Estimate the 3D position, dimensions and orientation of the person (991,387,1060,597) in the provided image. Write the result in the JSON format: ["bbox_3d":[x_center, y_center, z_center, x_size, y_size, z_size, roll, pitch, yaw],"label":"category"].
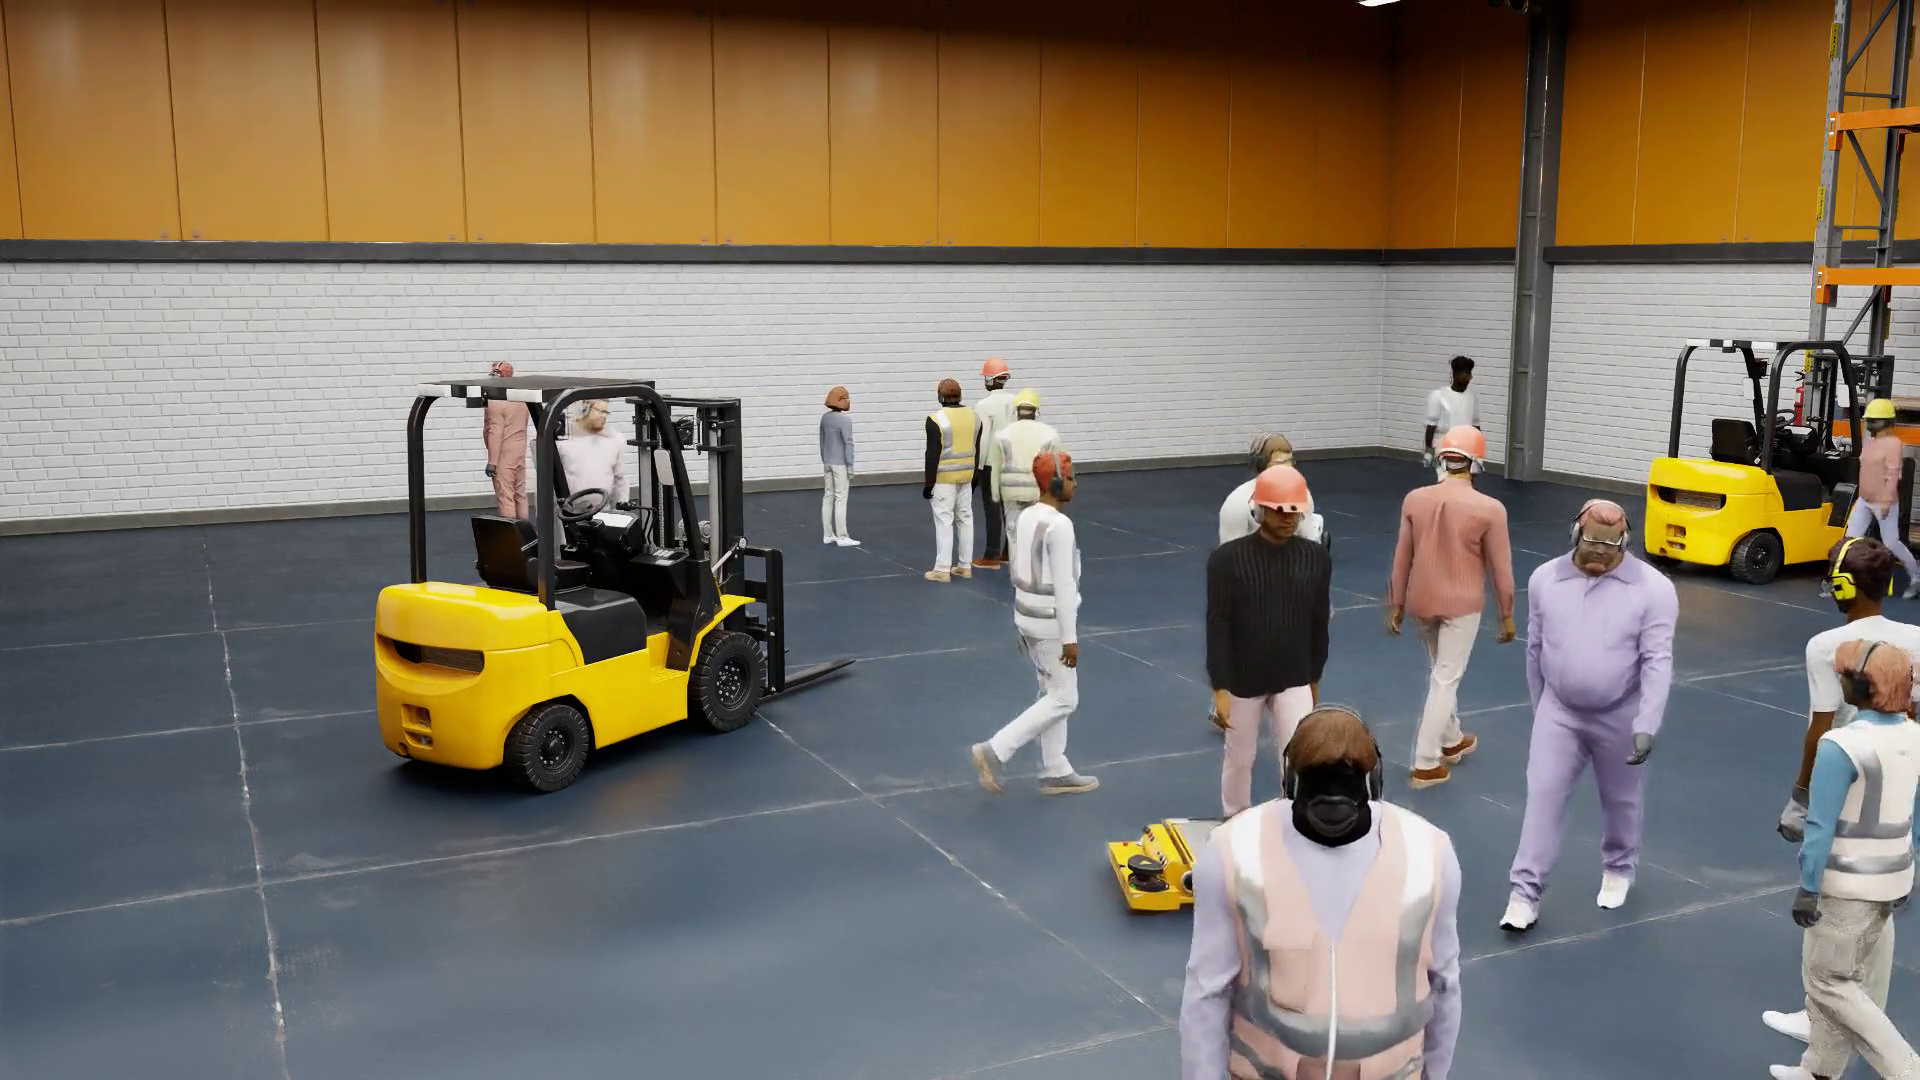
[{"bbox_3d":[0.569,-0.400,14.259,0.615,1.812,0.443,0,9,3],"label":"person"}]

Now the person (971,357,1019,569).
[{"bbox_3d":[0.344,-0.722,15.705,0.377,1.995,0.608,8,12,41],"label":"person"}]

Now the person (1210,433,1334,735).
[{"bbox_3d":[1.790,0.325,9.595,0.637,1.889,1.027,-7,11,-36],"label":"person"}]

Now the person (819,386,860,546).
[{"bbox_3d":[-1.252,-0.757,17.040,0.283,1.633,0.501,-7,12,-39],"label":"person"}]

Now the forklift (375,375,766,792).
[{"bbox_3d":[-2.268,0.149,9.685,1.214,2.155,2.313,6,11,32],"label":"forklift"}]

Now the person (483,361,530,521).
[{"bbox_3d":[-4.566,-0.835,16.680,0.407,1.908,0.641,2,9,14],"label":"person"}]

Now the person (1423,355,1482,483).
[{"bbox_3d":[5.078,-0.926,17.106,0.631,1.945,0.460,-3,10,-17],"label":"person"}]

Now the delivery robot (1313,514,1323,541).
[{"bbox_3d":[3.306,-0.105,16.042,0.477,0.478,0.707,3,10,16],"label":"delivery robot"}]

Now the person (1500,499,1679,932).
[{"bbox_3d":[2.696,0.741,7.097,0.631,1.846,0.961,6,11,33],"label":"person"}]

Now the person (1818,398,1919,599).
[{"bbox_3d":[7.863,-0.339,14.157,0.843,1.740,0.530,-1,9,-5],"label":"person"}]

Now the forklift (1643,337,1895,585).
[{"bbox_3d":[7.551,-0.789,15.507,2.313,2.155,1.214,-4,10,-25],"label":"forklift"}]

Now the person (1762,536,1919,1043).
[{"bbox_3d":[3.196,0.909,5.996,0.510,1.865,0.329,-3,10,-17],"label":"person"}]

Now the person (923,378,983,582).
[{"bbox_3d":[-0.092,-0.544,15.084,0.631,1.842,0.429,-8,12,-42],"label":"person"}]

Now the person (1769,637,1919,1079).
[{"bbox_3d":[2.964,1.127,5.392,0.523,1.621,0.604,-6,11,-31],"label":"person"}]

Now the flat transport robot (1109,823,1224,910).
[{"bbox_3d":[1.434,1.452,7.552,1.431,0.197,0.652,-1,9,-3],"label":"flat transport robot"}]

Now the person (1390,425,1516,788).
[{"bbox_3d":[2.782,0.345,9.165,0.909,1.958,0.649,-8,12,-41],"label":"person"}]

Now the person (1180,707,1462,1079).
[{"bbox_3d":[0.820,1.290,3.797,0.647,1.803,0.876,2,9,10],"label":"person"}]

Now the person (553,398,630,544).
[{"bbox_3d":[-2.891,-0.214,12.971,0.677,1.863,0.807,-7,11,-37],"label":"person"}]

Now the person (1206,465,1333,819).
[{"bbox_3d":[1.395,0.642,7.402,0.618,1.943,1.003,-1,9,-6],"label":"person"}]

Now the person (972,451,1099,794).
[{"bbox_3d":[0.413,0.462,8.764,0.647,1.870,0.595,-3,9,-15],"label":"person"}]
